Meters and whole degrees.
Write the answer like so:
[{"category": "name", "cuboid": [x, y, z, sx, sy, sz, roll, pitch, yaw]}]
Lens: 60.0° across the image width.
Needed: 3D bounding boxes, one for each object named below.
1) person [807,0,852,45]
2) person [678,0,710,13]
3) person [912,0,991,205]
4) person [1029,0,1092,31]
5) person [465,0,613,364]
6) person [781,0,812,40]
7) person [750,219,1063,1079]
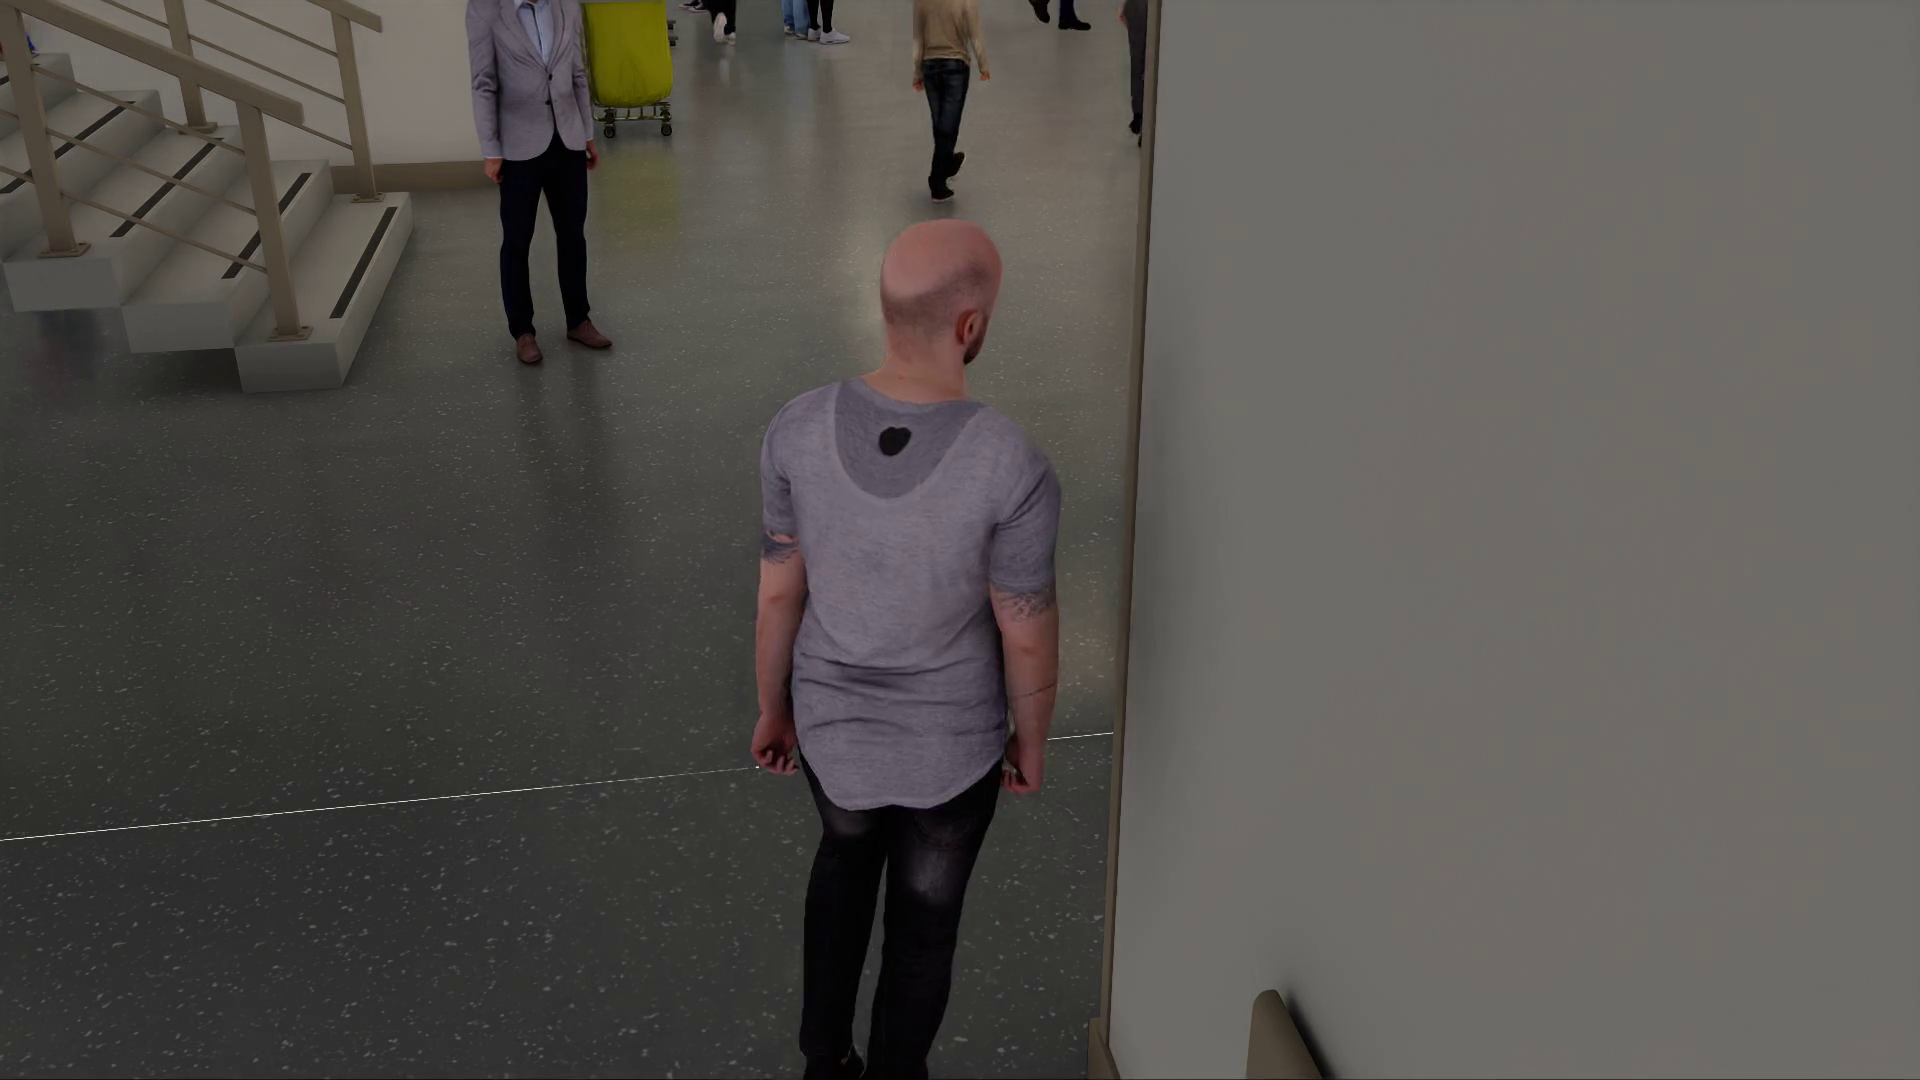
[{"category": "person", "cuboid": [-1.225, -5.319, 14.682, 0.664, 1.772, 0.685, -17, 30, -31]}, {"category": "person", "cuboid": [-2.627, -6.138, 16.382, 0.627, 1.770, 0.664, -12, 28, -24]}, {"category": "person", "cuboid": [-0.103, -2.637, 9.511, 0.980, 1.432, 0.938, 10, 28, 21]}, {"category": "person", "cuboid": [0.901, -5.629, 15.213, 1.002, 1.869, 0.930, 13, 29, 25]}, {"category": "person", "cuboid": [-1.803, -1.712, 7.107, 0.685, 1.853, 0.825, -18, 31, -32]}, {"category": "person", "cuboid": [-1.466, -5.460, 14.871, 0.684, 1.861, 0.739, -13, 29, -25]}, {"category": "person", "cuboid": [-0.129, 0.381, 2.811, 0.739, 1.816, 0.860, 7, 27, 14]}]
